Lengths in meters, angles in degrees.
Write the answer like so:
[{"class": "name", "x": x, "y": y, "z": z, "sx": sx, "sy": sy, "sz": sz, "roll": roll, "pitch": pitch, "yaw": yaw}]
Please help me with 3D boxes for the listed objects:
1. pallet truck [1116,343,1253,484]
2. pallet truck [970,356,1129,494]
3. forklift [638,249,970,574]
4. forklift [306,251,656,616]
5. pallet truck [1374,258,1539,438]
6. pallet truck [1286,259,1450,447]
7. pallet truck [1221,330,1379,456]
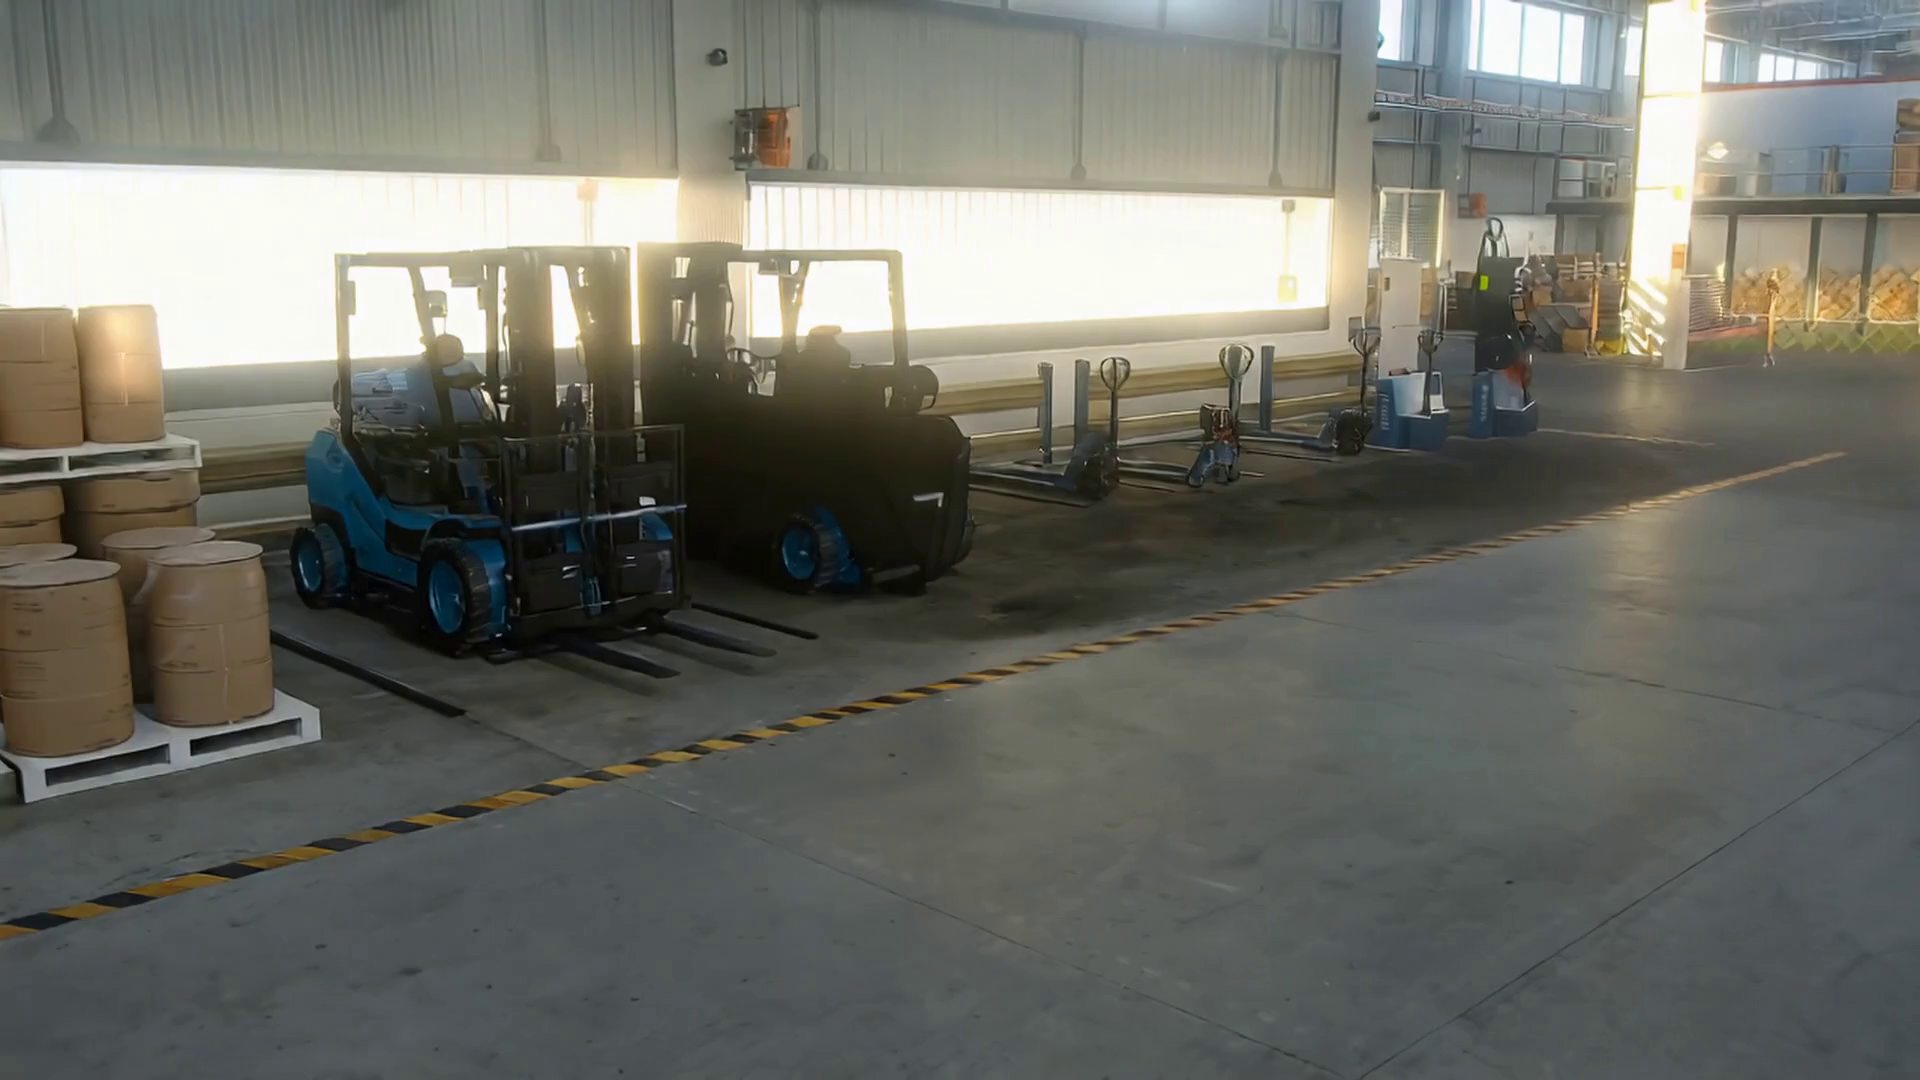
[{"class": "pallet truck", "x": 1.962, "y": -1.215, "z": 15.415, "sx": 1.522, "sy": 1.261, "sz": 0.704, "roll": 10, "pitch": 14, "yaw": 43}, {"class": "pallet truck", "x": 0.784, "y": -1.085, "z": 14.876, "sx": 0.680, "sy": 1.201, "sz": 1.601, "roll": -10, "pitch": 14, "yaw": -44}, {"class": "forklift", "x": -1.173, "y": -0.958, "z": 11.239, "sx": 2.680, "sy": 1.987, "sz": 1.157, "roll": 10, "pitch": 14, "yaw": 43}, {"class": "forklift", "x": -2.833, "y": -0.669, "z": 9.694, "sx": 1.157, "sy": 1.987, "sz": 2.680, "roll": -10, "pitch": 14, "yaw": -44}, {"class": "pallet truck", "x": 5.704, "y": -2.208, "z": 18.901, "sx": 1.885, "sy": 1.965, "sz": 0.823, "roll": 10, "pitch": 14, "yaw": 43}, {"class": "pallet truck", "x": 4.493, "y": -2.078, "z": 18.196, "sx": 0.823, "sy": 1.965, "sz": 1.885, "roll": -9, "pitch": 14, "yaw": -40}, {"class": "pallet truck", "x": 3.563, "y": -1.581, "z": 17.381, "sx": 0.653, "sy": 1.274, "sz": 1.630, "roll": -10, "pitch": 14, "yaw": -44}]
